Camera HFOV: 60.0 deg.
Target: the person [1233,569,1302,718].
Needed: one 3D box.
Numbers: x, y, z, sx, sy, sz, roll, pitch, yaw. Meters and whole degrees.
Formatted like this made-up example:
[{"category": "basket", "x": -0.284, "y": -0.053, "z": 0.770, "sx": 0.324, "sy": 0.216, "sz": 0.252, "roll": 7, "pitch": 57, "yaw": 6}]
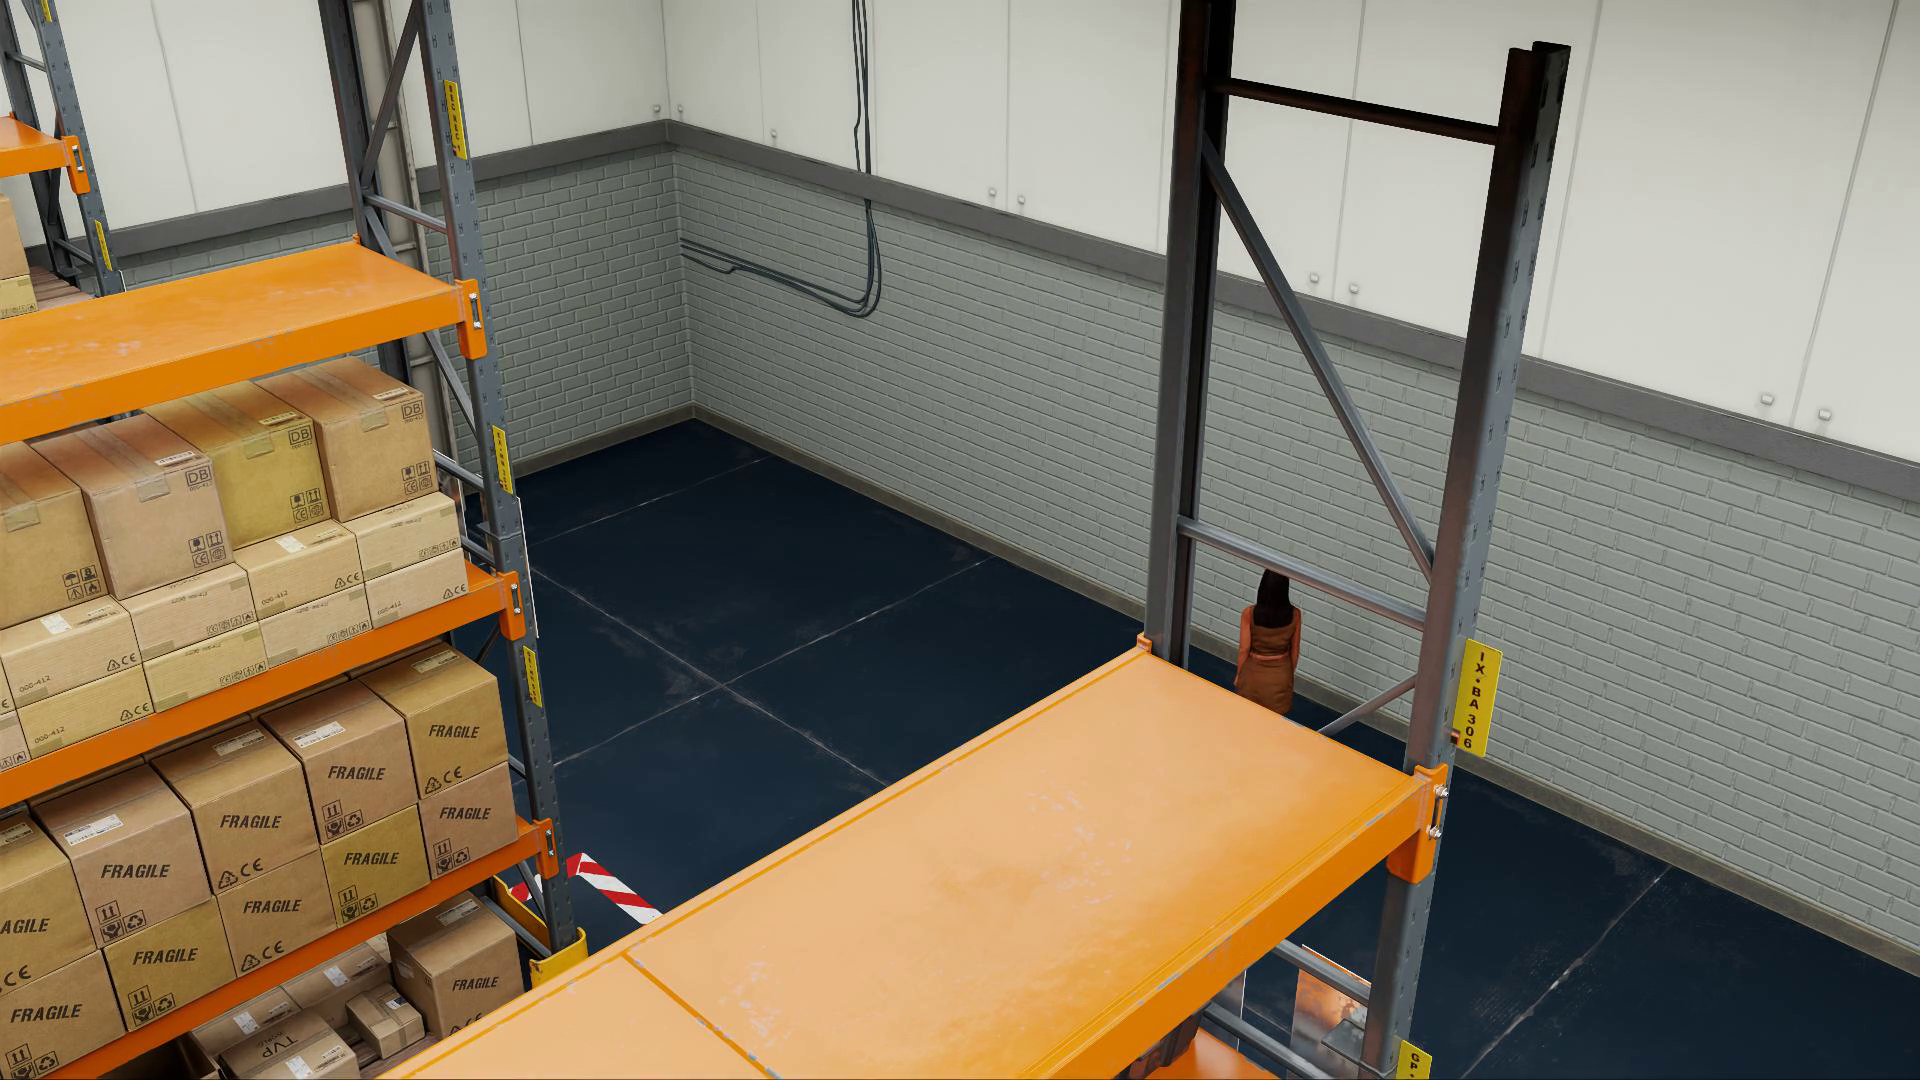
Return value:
[{"category": "person", "x": 2.025, "y": 0.918, "z": 11.017, "sx": 0.630, "sy": 1.690, "sz": 0.703, "roll": -2, "pitch": 27, "yaw": -3}]
